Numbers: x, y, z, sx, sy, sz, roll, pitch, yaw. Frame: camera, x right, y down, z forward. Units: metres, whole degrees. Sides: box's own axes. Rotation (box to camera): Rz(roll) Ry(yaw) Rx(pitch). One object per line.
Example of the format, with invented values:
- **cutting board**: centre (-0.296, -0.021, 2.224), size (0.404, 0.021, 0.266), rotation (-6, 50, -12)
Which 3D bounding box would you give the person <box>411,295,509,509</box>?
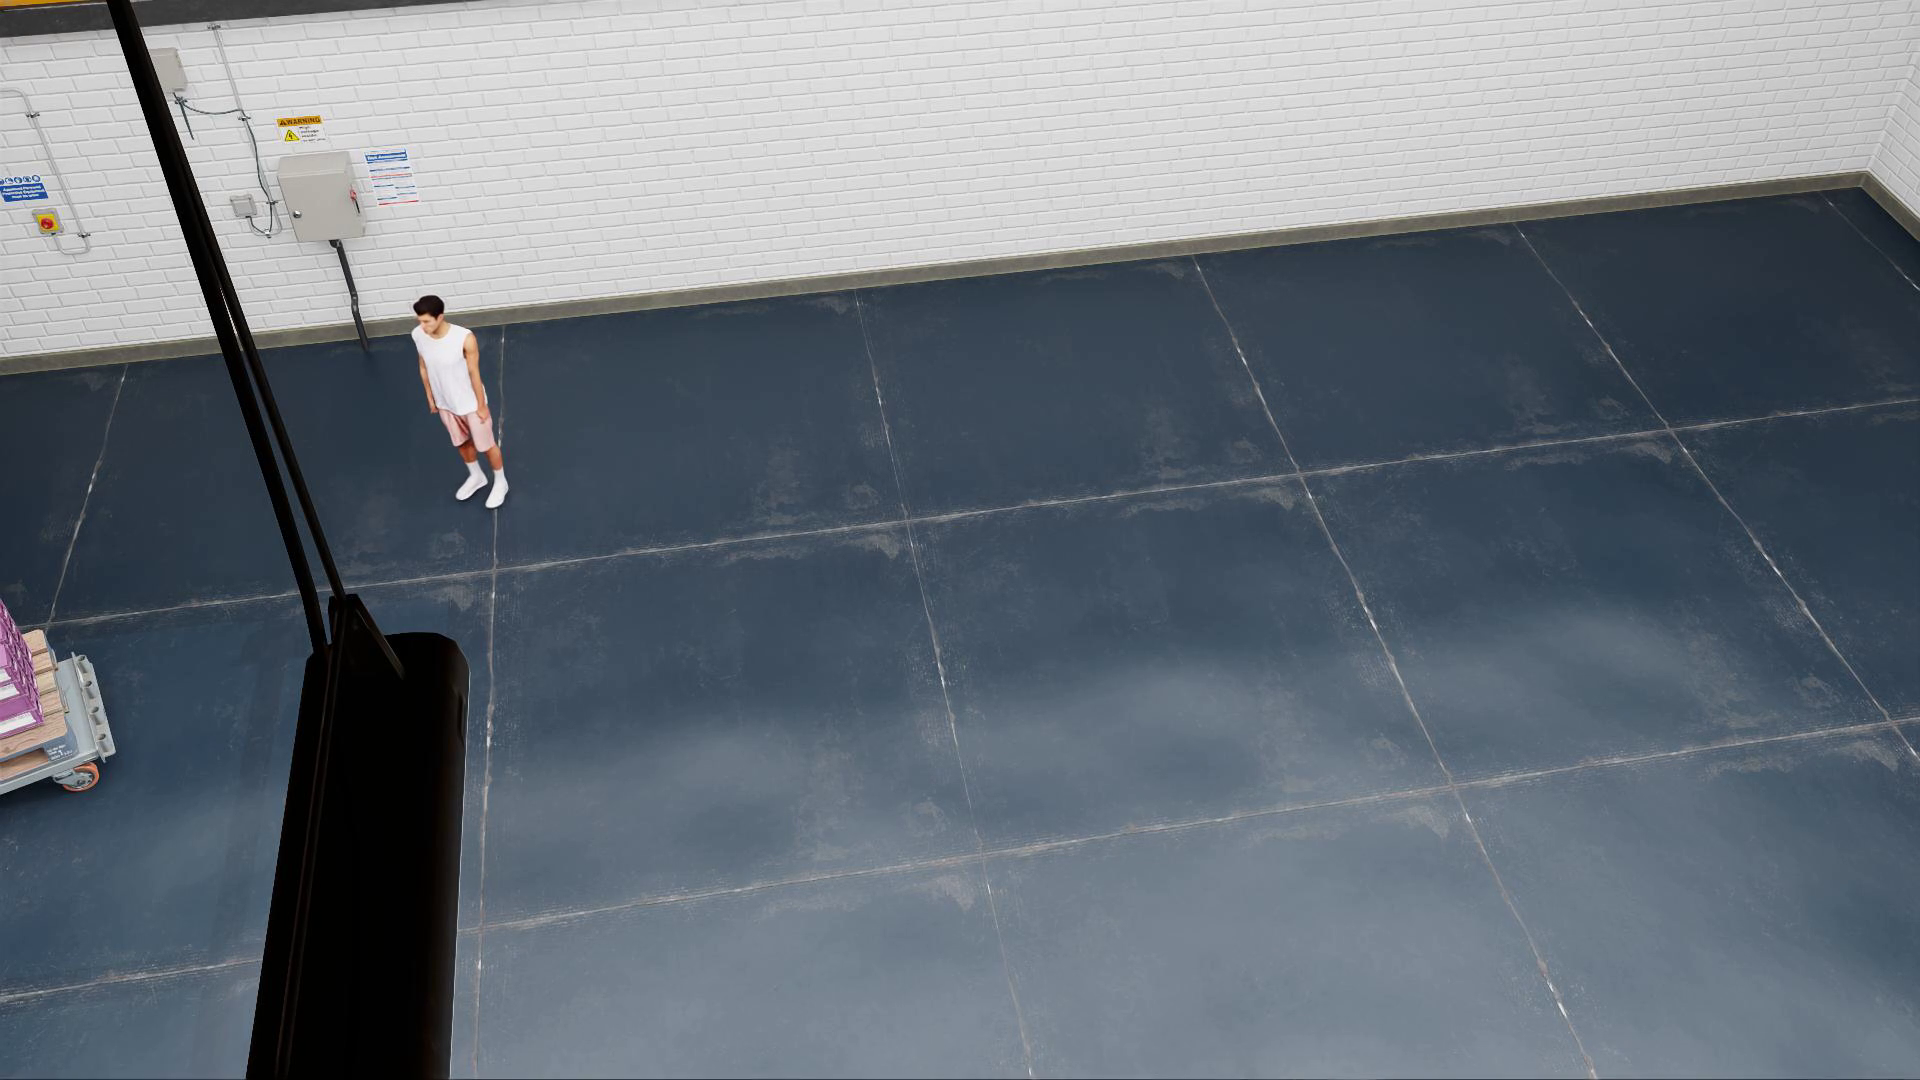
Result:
- **person**: centre (-3.526, -1.015, 11.786), size (0.737, 1.779, 0.742), rotation (12, 45, 12)
